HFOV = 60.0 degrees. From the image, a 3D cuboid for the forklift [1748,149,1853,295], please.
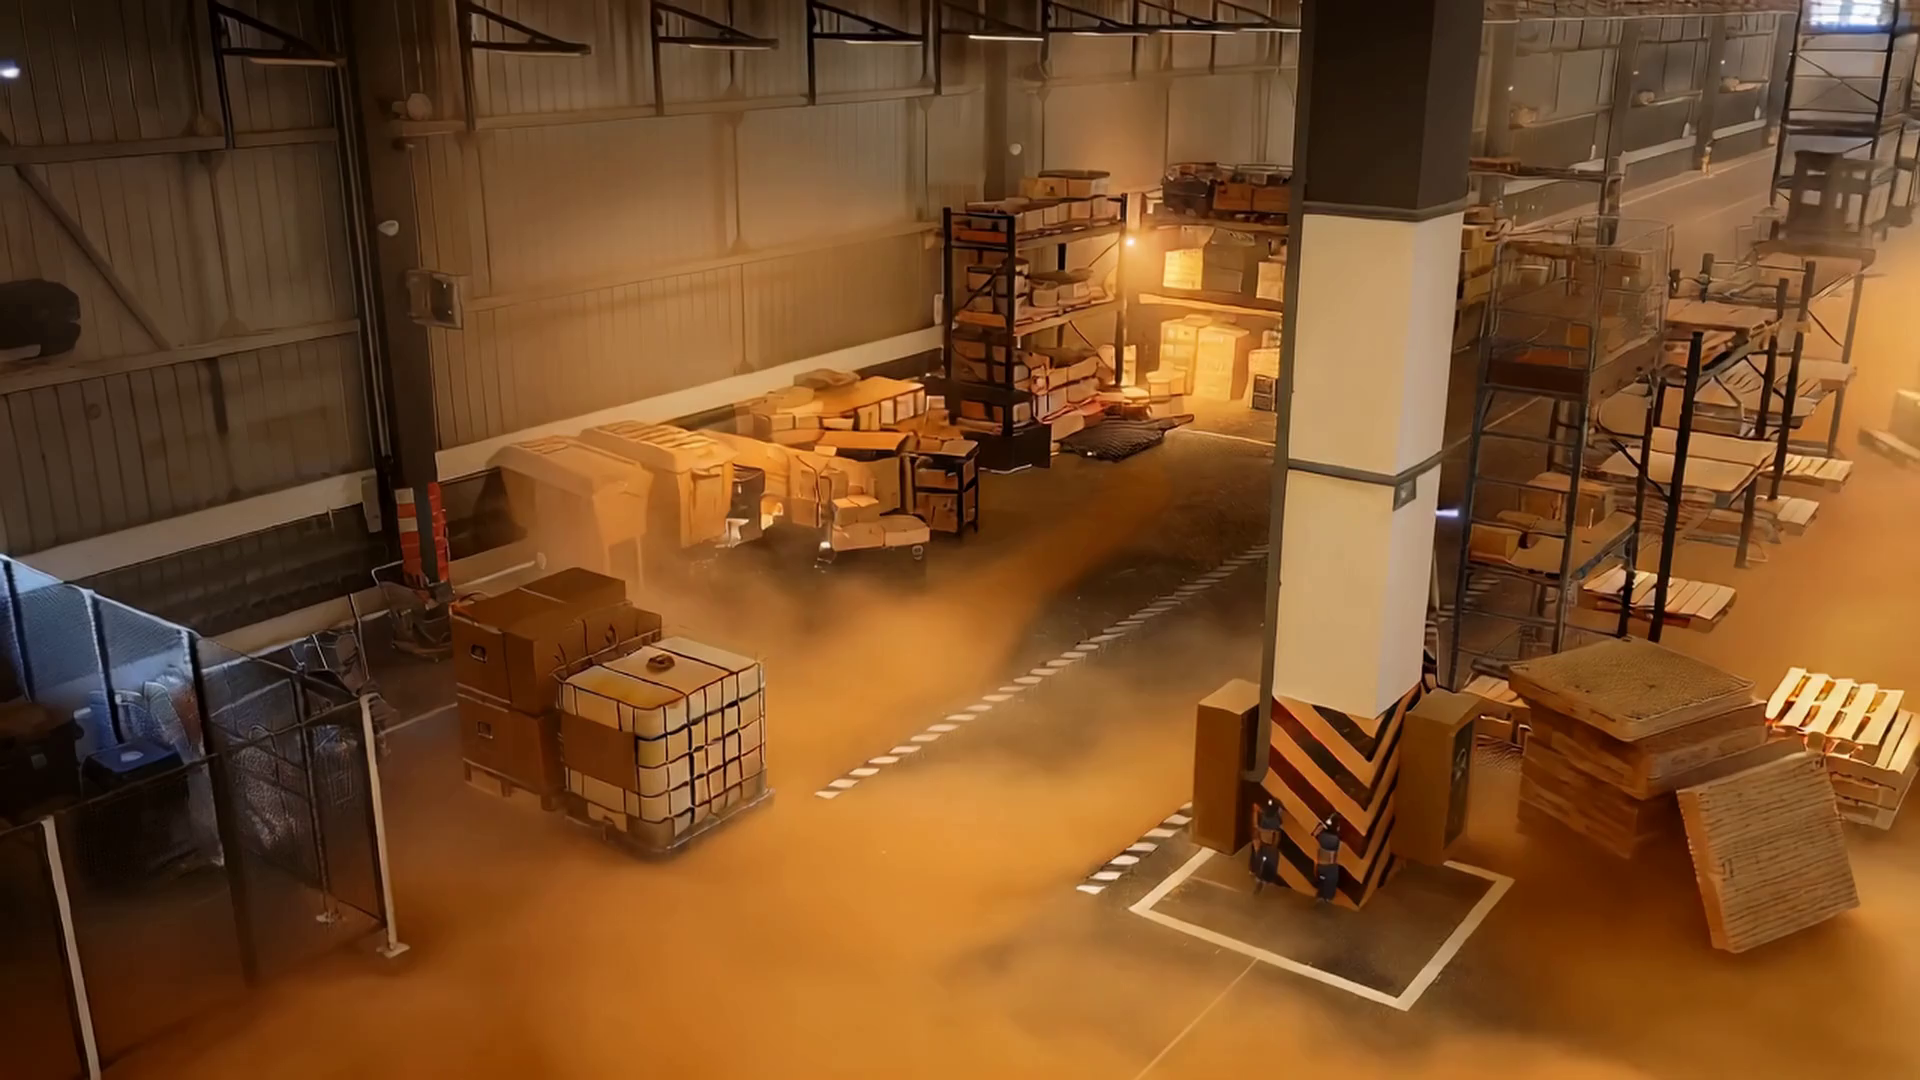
[{"bbox_3d":[16.691,-6.247,32.740,1.873,2.768,1.129,-7,19,-21],"label":"forklift"}]
